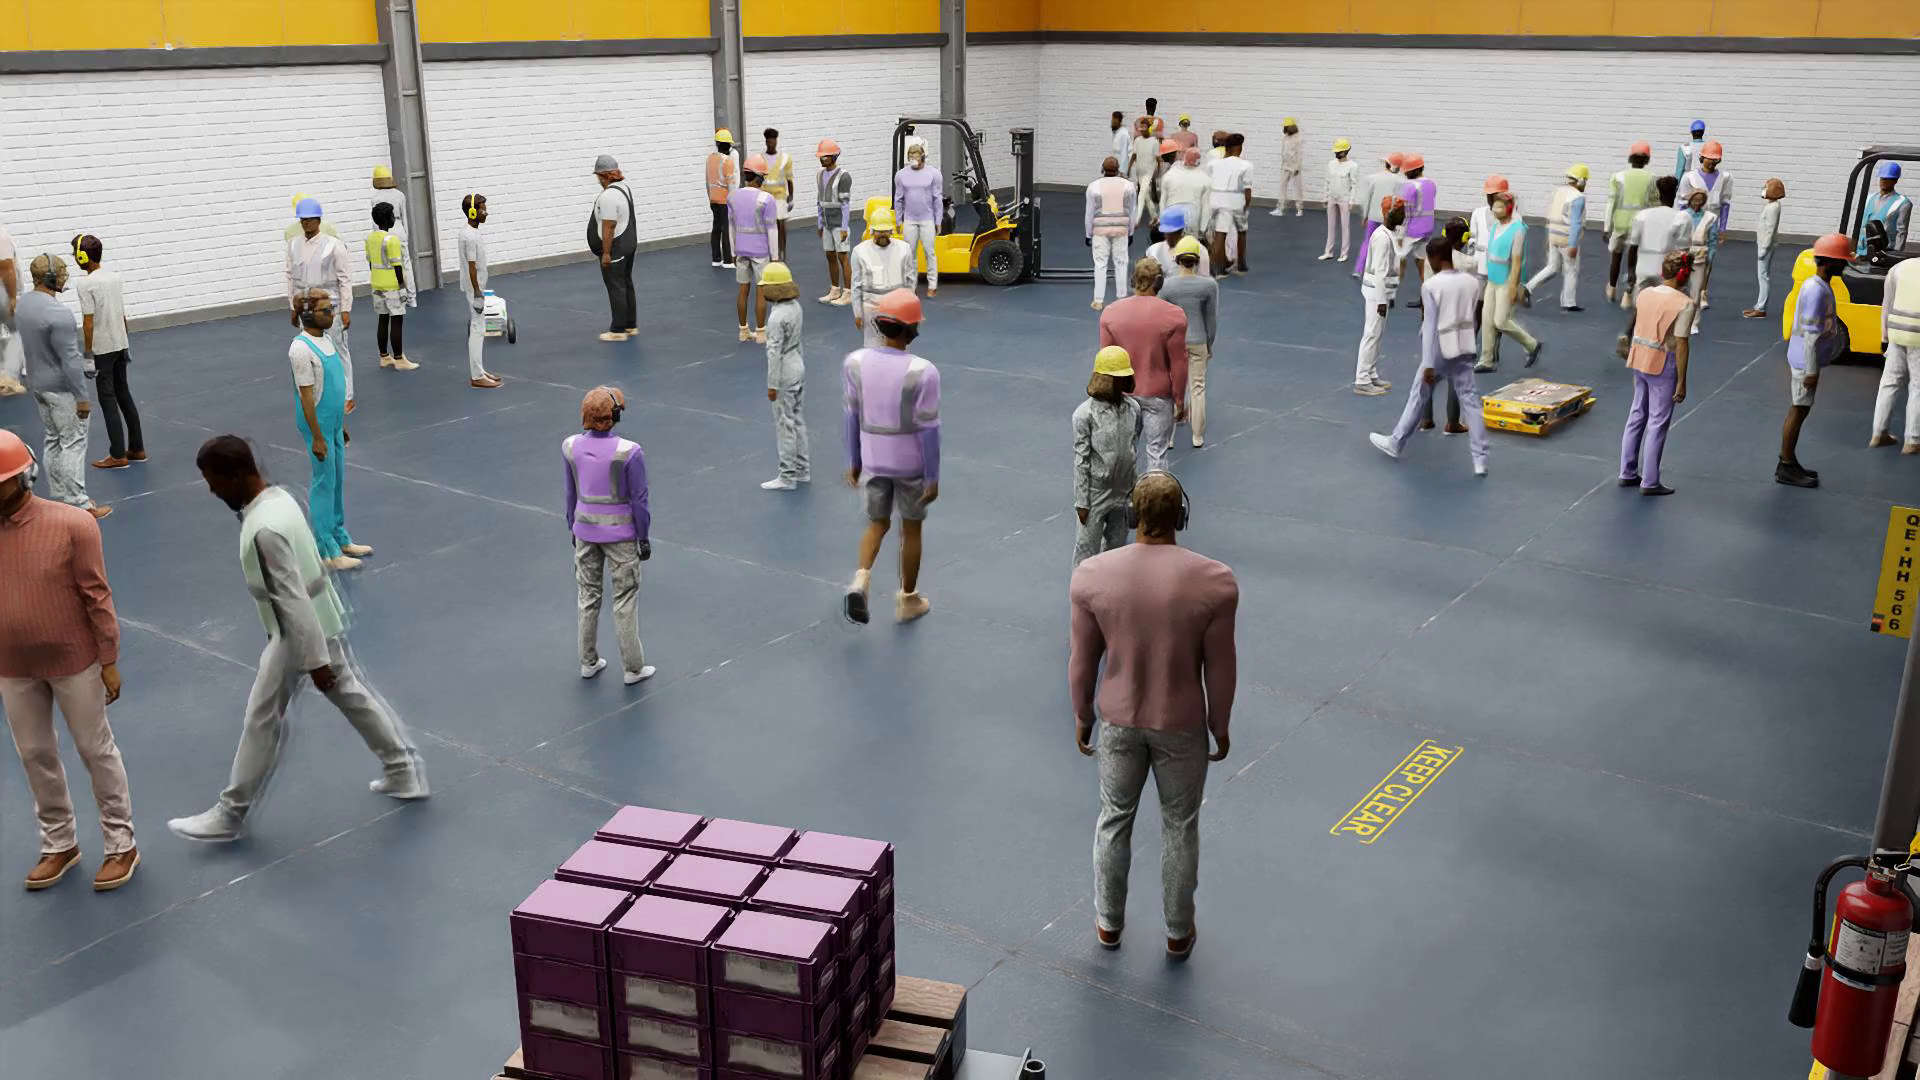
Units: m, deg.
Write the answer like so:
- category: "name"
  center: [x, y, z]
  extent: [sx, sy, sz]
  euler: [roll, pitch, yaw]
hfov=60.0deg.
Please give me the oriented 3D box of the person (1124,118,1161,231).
- category: "person"
  center: [3.082, -6.074, 27.625]
  extent: [0.987, 1.825, 0.537]
  euler: [-17, 24, -42]

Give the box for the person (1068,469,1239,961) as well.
- category: "person"
  center: [0.720, 0.681, 6.305]
  extent: [0.629, 1.932, 0.384]
  euler: [4, 18, 13]

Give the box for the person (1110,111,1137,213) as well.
- category: "person"
  center: [2.761, -6.456, 28.753]
  extent: [0.842, 1.850, 0.651]
  euler: [-3, 18, -9]

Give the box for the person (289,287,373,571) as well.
- category: "person"
  center: [-4.121, -0.722, 10.831]
  extent: [0.345, 1.847, 0.508]
  euler: [-1, 18, -3]

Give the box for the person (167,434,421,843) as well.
- category: "person"
  center: [-2.985, 0.412, 7.319]
  extent: [1.063, 1.828, 0.681]
  euler: [-6, 19, -17]

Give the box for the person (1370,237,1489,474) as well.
- category: "person"
  center: [3.837, -1.486, 13.238]
  extent: [0.685, 1.849, 0.936]
  euler: [-10, 20, -28]

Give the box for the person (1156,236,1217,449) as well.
- category: "person"
  center: [1.856, -1.625, 13.785]
  extent: [0.525, 1.769, 0.316]
  euler: [-2, 18, -6]

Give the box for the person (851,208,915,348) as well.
- category: "person"
  center: [-0.705, -2.149, 15.345]
  extent: [0.602, 1.817, 0.403]
  euler: [-6, 19, -17]

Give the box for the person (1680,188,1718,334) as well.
- category: "person"
  center: [8.212, -3.137, 18.739]
  extent: [0.515, 1.629, 0.312]
  euler: [5, 19, 16]

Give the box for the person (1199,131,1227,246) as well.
- category: "person"
  center: [3.783, -5.188, 24.867]
  extent: [0.618, 1.803, 0.831]
  euler: [-16, 24, -41]

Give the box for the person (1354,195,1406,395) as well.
- category: "person"
  center: [4.000, -2.322, 15.801]
  extent: [0.350, 1.878, 0.568]
  euler: [7, 19, 21]

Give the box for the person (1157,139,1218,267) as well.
- category: "person"
  center: [3.132, -4.649, 23.145]
  extent: [1.148, 1.848, 0.569]
  euler: [4, 18, 13]

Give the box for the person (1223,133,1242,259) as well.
- category: "person"
  center: [3.889, -4.918, 23.958]
  extent: [0.346, 1.846, 0.506]
  euler: [0, 18, 1]

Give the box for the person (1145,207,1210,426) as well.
- category: "person"
  center: [1.875, -1.962, 14.615]
  extent: [0.632, 1.901, 0.718]
  euler: [12, 21, 33]

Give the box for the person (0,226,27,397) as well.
- category: "person"
  center: [-9.041, -2.333, 15.555]
  extent: [0.683, 2.000, 0.539]
  euler: [4, 18, 12]

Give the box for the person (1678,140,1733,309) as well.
- category: "person"
  center: [9.029, -3.821, 20.232]
  extent: [0.601, 2.036, 0.402]
  euler: [2, 18, 6]

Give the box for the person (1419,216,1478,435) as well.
- category: "person"
  center: [4.199, -1.838, 14.298]
  extent: [0.517, 1.862, 0.328]
  euler: [14, 23, 38]

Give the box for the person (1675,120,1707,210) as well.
- category: "person"
  center: [11.108, -5.371, 25.226]
  extent: [0.603, 1.936, 0.410]
  euler: [0, 18, -1]

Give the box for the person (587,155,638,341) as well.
- category: "person"
  center: [-3.847, -3.245, 18.406]
  extent: [0.536, 2.000, 0.687]
  euler: [2, 18, 8]

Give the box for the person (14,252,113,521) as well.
- category: "person"
  center: [-6.370, -1.063, 11.767]
  extent: [0.639, 1.928, 0.373]
  euler: [13, 22, 35]

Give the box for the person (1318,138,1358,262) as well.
- category: "person"
  center: [5.495, -4.926, 24.122]
  extent: [0.327, 1.760, 0.523]
  euler: [-17, 24, -42]

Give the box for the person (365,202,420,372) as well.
- category: "person"
  center: [-5.762, -2.555, 16.803]
  extent: [0.540, 1.695, 0.317]
  euler: [15, 23, 38]

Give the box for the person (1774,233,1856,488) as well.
- category: "person"
  center: [6.530, -1.377, 12.732]
  extent: [0.361, 1.936, 0.545]
  euler: [9, 20, 26]

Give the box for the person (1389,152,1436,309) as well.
- category: "person"
  center: [5.476, -3.759, 20.260]
  extent: [0.574, 1.895, 0.596]
  euler: [-15, 23, -39]

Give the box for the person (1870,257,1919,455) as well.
- category: "person"
  center: [7.874, -1.630, 13.678]
  extent: [0.429, 1.841, 0.634]
  euler: [-8, 19, -24]

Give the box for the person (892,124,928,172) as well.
- category: "person"
  center: [-0.801, -5.792, 26.556]
  extent: [0.594, 1.925, 0.376]
  euler: [-5, 18, -15]

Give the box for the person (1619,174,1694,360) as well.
- category: "person"
  center: [7.081, -2.725, 16.933]
  extent: [0.623, 1.945, 0.634]
  euler: [-15, 23, -40]

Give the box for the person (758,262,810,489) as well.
- category: "person"
  center: [-1.349, -1.242, 12.641]
  extent: [0.309, 1.737, 0.488]
  euler: [5, 18, 15]

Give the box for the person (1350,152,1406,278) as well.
- category: "person"
  center: [5.657, -4.345, 22.383]
  extent: [0.682, 1.713, 0.461]
  euler: [14, 23, 38]

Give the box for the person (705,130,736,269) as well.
- category: "person"
  center: [-3.333, -4.804, 23.472]
  extent: [0.385, 1.922, 0.594]
  euler: [-16, 24, -41]

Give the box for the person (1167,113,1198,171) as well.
- category: "person"
  center: [3.981, -6.730, 29.773]
  extent: [0.534, 1.756, 0.342]
  euler: [-3, 18, -8]
